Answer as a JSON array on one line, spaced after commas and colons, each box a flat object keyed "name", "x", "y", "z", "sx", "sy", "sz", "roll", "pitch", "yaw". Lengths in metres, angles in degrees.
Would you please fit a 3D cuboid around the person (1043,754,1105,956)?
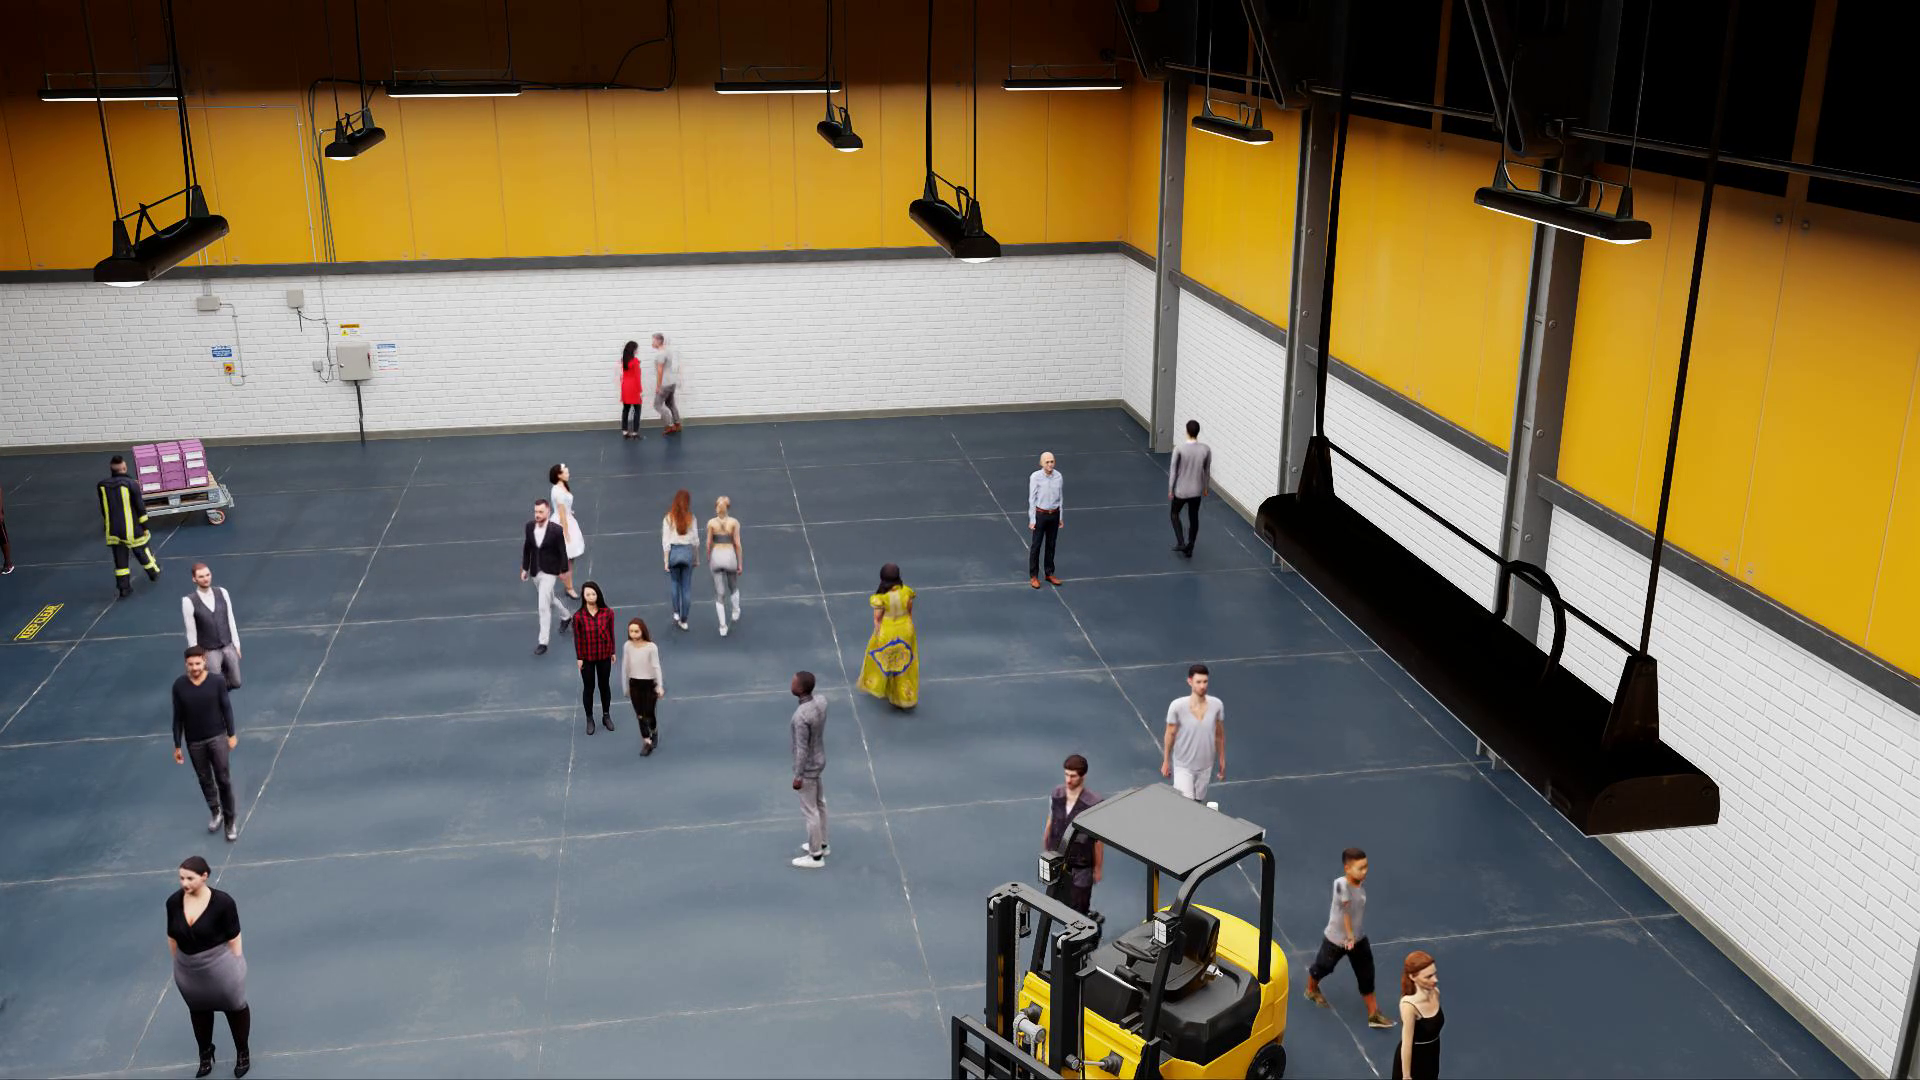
[{"name": "person", "x": 0.951, "y": 2.516, "z": 13.230, "sx": 0.802, "sy": 1.834, "sz": 0.866, "roll": 14, "pitch": 23, "yaw": 35}]

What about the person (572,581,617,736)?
[{"name": "person", "x": -3.822, "y": 1.209, "z": 17.388, "sx": 0.635, "sy": 1.658, "sz": 0.594, "roll": -9, "pitch": 20, "yaw": -24}]

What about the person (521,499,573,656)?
[{"name": "person", "x": -4.853, "y": 0.374, "z": 19.644, "sx": 1.072, "sy": 1.801, "sz": 1.303, "roll": 7, "pitch": 20, "yaw": 20}]

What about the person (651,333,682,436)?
[{"name": "person", "x": -5.032, "y": -2.663, "z": 28.668, "sx": 0.822, "sy": 1.797, "sz": 0.642, "roll": 3, "pitch": 19, "yaw": 8}]

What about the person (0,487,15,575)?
[{"name": "person", "x": -12.899, "y": -0.425, "z": 22.084, "sx": 0.613, "sy": 1.757, "sz": 0.573, "roll": 0, "pitch": 19, "yaw": -1}]

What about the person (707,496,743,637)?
[{"name": "person", "x": -2.841, "y": 0.333, "z": 19.974, "sx": 0.631, "sy": 1.668, "sz": 0.984, "roll": -2, "pitch": 19, "yaw": -7}]

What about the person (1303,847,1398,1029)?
[{"name": "person", "x": 2.871, "y": 2.932, "z": 12.642, "sx": 0.880, "sy": 1.422, "sz": 1.095, "roll": -14, "pitch": 23, "yaw": -36}]

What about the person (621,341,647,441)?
[{"name": "person", "x": -5.631, "y": -2.548, "z": 28.423, "sx": 0.732, "sy": 1.736, "sz": 0.816, "roll": 17, "pitch": 25, "yaw": 41}]

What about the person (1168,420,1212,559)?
[{"name": "person", "x": 3.130, "y": -0.664, "z": 22.550, "sx": 0.762, "sy": 1.914, "sz": 0.630, "roll": -4, "pitch": 19, "yaw": -11}]

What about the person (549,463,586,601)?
[{"name": "person", "x": -5.098, "y": -0.078, "z": 20.980, "sx": 0.730, "sy": 1.805, "sz": 0.830, "roll": -3, "pitch": 19, "yaw": -8}]

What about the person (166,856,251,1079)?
[{"name": "person", "x": -5.333, "y": 3.026, "z": 11.835, "sx": 0.715, "sy": 1.759, "sz": 0.694, "roll": 1, "pitch": 19, "yaw": 3}]

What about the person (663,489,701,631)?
[{"name": "person", "x": -3.396, "y": 0.258, "z": 20.159, "sx": 0.588, "sy": 1.692, "sz": 0.753, "roll": -7, "pitch": 20, "yaw": -19}]

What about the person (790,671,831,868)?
[{"name": "person", "x": -1.323, "y": 2.013, "z": 14.722, "sx": 0.825, "sy": 1.836, "sz": 0.665, "roll": 5, "pitch": 19, "yaw": 16}]

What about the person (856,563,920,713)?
[{"name": "person", "x": -0.681, "y": 1.067, "z": 17.847, "sx": 0.880, "sy": 1.634, "sz": 1.033, "roll": -6, "pitch": 20, "yaw": -18}]

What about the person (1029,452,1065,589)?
[{"name": "person", "x": 1.121, "y": -0.283, "z": 21.610, "sx": 0.679, "sy": 1.791, "sz": 0.620, "roll": -7, "pitch": 20, "yaw": -20}]

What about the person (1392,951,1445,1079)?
[{"name": "person", "x": 2.971, "y": 3.418, "z": 10.880, "sx": 0.727, "sy": 1.625, "sz": 0.677, "roll": 16, "pitch": 25, "yaw": 40}]

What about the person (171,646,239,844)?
[{"name": "person", "x": -6.931, "y": 1.809, "z": 15.312, "sx": 0.679, "sy": 1.846, "sz": 0.849, "roll": -4, "pitch": 19, "yaw": -12}]

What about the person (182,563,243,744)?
[{"name": "person", "x": -7.755, "y": 1.120, "z": 17.233, "sx": 1.054, "sy": 1.926, "sz": 0.973, "roll": 15, "pitch": 24, "yaw": 38}]

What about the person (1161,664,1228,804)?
[{"name": "person", "x": 2.062, "y": 1.942, "z": 14.919, "sx": 0.719, "sy": 1.845, "sz": 0.654, "roll": -5, "pitch": 19, "yaw": -13}]

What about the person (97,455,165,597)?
[{"name": "person", "x": -10.683, "y": -0.164, "z": 21.200, "sx": 0.867, "sy": 1.827, "sz": 1.141, "roll": -1, "pitch": 19, "yaw": -3}]

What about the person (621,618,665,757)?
[{"name": "person", "x": -3.203, "y": 1.458, "z": 16.928, "sx": 0.648, "sy": 1.480, "sz": 0.667, "roll": 3, "pitch": 19, "yaw": 9}]
